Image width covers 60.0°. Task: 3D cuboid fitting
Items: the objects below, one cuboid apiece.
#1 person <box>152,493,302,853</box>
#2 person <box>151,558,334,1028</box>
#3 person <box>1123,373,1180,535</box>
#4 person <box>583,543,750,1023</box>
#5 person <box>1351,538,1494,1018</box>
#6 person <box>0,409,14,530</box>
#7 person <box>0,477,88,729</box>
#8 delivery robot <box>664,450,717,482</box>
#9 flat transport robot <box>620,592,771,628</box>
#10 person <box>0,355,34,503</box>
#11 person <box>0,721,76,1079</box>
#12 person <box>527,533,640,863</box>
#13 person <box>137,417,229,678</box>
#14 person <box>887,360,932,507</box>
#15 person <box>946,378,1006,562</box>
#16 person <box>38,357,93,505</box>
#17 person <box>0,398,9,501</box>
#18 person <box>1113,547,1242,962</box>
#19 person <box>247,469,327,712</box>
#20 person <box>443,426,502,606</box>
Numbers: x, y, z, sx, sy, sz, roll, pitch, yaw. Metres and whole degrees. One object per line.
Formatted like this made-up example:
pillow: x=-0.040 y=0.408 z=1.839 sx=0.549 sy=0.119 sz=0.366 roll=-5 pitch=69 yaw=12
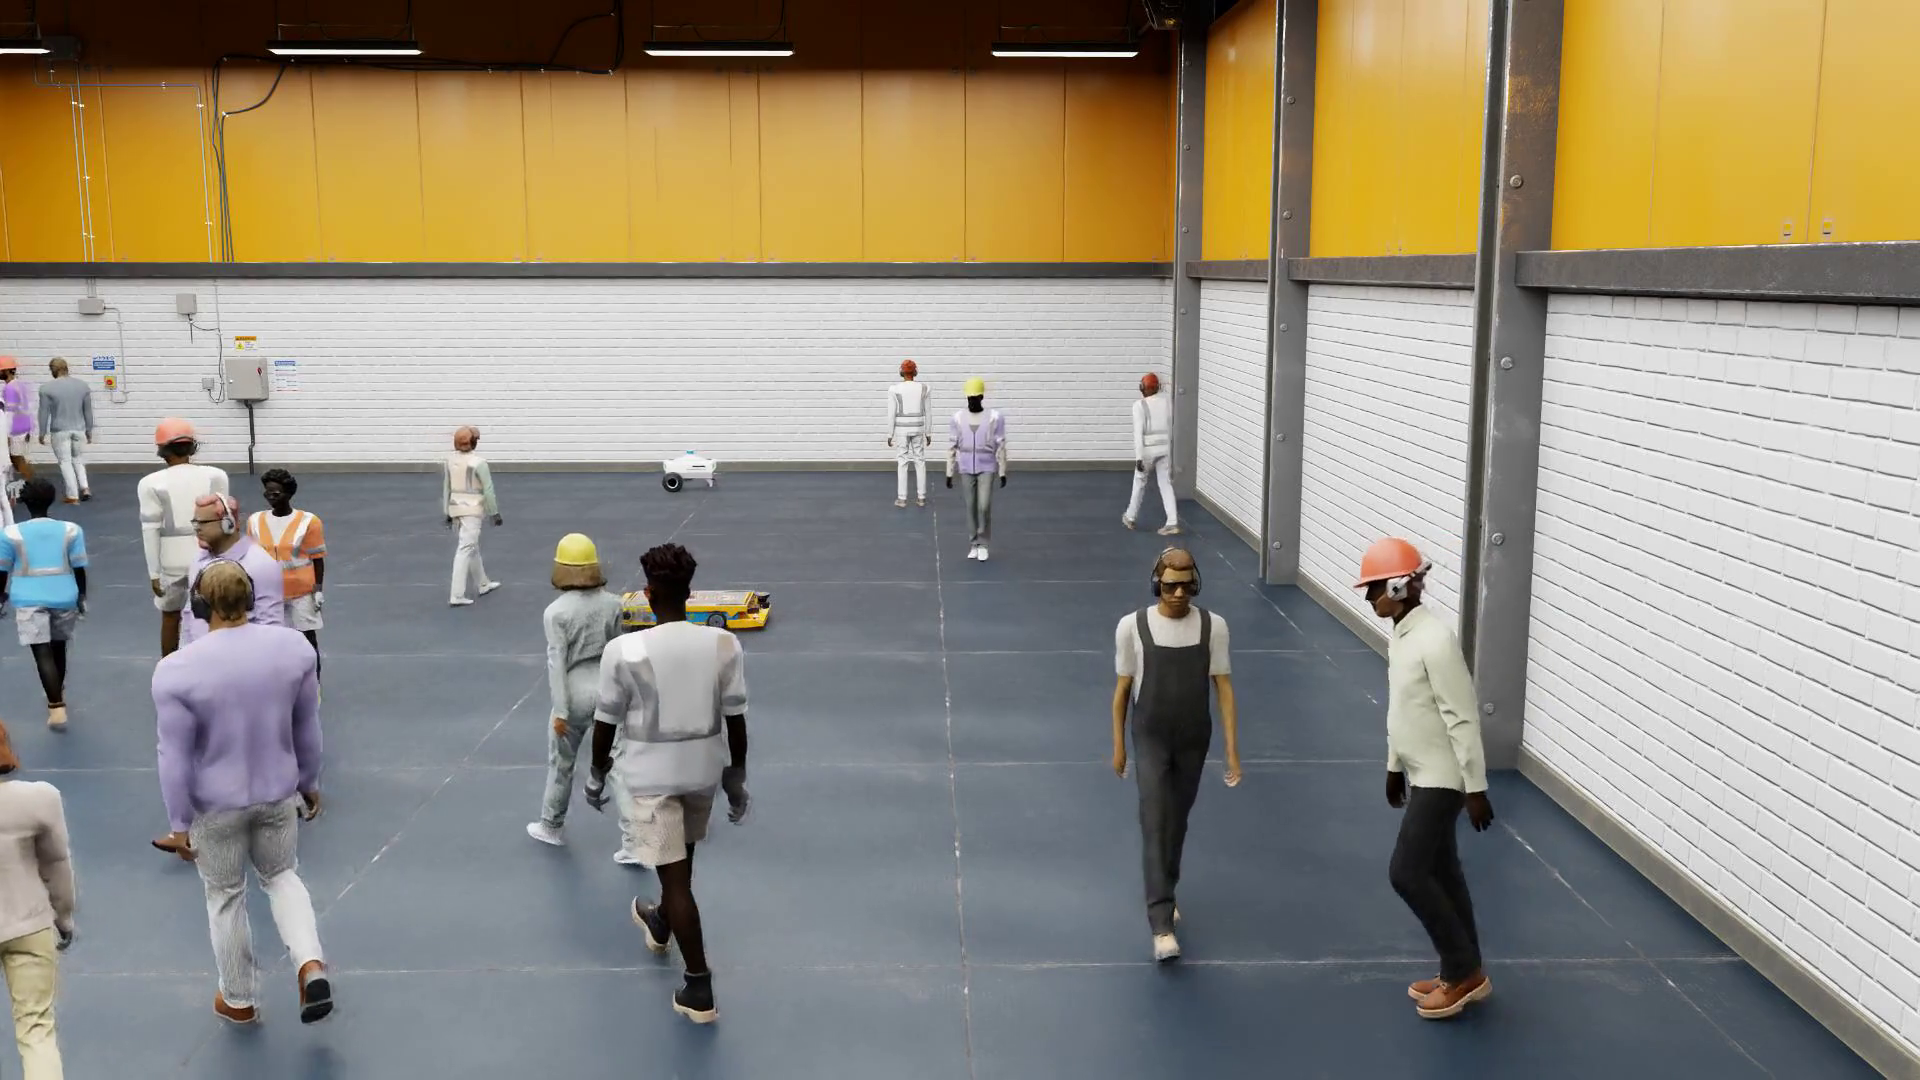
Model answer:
person: x=-3.924 y=0.687 z=8.748 sx=0.665 sy=1.857 sz=0.963 roll=7 pitch=11 yaw=36
person: x=-2.786 y=1.021 z=6.514 sx=0.642 sy=1.927 sz=0.645 roll=-9 pitch=13 yaw=-44
person: x=2.200 y=-0.990 z=19.103 sx=0.612 sy=1.829 sz=1.003 roll=-5 pitch=11 yaw=-29
person: x=-1.235 y=0.955 z=6.958 sx=0.620 sy=1.903 sz=1.040 roll=-6 pitch=11 yaw=-35
person: x=1.898 y=0.969 z=6.806 sx=0.628 sy=1.936 sz=0.644 roll=1 pitch=9 yaw=4
person: x=-10.327 y=-0.773 z=17.717 sx=0.353 sy=1.866 sz=0.529 roll=-2 pitch=9 yaw=-12
person: x=-6.132 y=0.405 z=11.119 sx=0.543 sy=1.646 sz=0.876 roll=-9 pitch=13 yaw=-43
delivery robot: x=-3.696 y=-0.997 z=22.794 sx=0.707 sy=0.478 sz=0.477 roll=-1 pitch=9 yaw=-6
flat transport robot: x=-2.364 y=0.590 z=14.218 sx=1.431 sy=0.197 sz=0.652 roll=0 pitch=9 yaw=-1
person: x=-12.252 y=-1.428 z=21.537 sx=0.413 sy=1.923 sz=0.541 roll=-3 pitch=10 yaw=-20
person: x=-3.248 y=1.342 z=5.616 sx=0.508 sy=1.582 sz=0.901 roll=-7 pitch=12 yaw=-37
person: x=-1.919 y=0.806 z=8.561 sx=0.930 sy=1.695 sz=0.495 roll=9 pitch=13 yaw=43
person: x=-5.435 y=0.142 z=11.691 sx=0.635 sy=2.000 sz=0.985 roll=-7 pitch=12 yaw=-38
person: x=-0.645 y=-1.364 z=21.266 sx=0.584 sy=1.882 sz=0.337 roll=-3 pitch=10 yaw=-16
person: x=0.148 y=-0.726 z=17.258 sx=0.614 sy=1.906 sz=0.646 roll=2 pitch=10 yaw=14
person: x=-11.484 y=-1.391 z=21.365 sx=0.437 sy=1.914 sz=0.626 roll=6 pitch=11 yaw=31
person: x=-11.216 y=-1.035 z=19.140 sx=0.587 sy=1.920 sz=0.388 roll=3 pitch=10 yaw=19
person: x=0.973 y=0.936 z=7.395 sx=0.537 sy=1.801 sz=0.916 roll=-1 pitch=9 yaw=-6
person: x=-4.572 y=0.354 z=11.304 sx=0.537 sy=1.695 sz=0.320 roll=0 pitch=9 yaw=1
person: x=-4.407 y=-0.230 z=15.131 sx=0.511 sy=1.607 sz=0.814 roll=6 pitch=11 yaw=32
